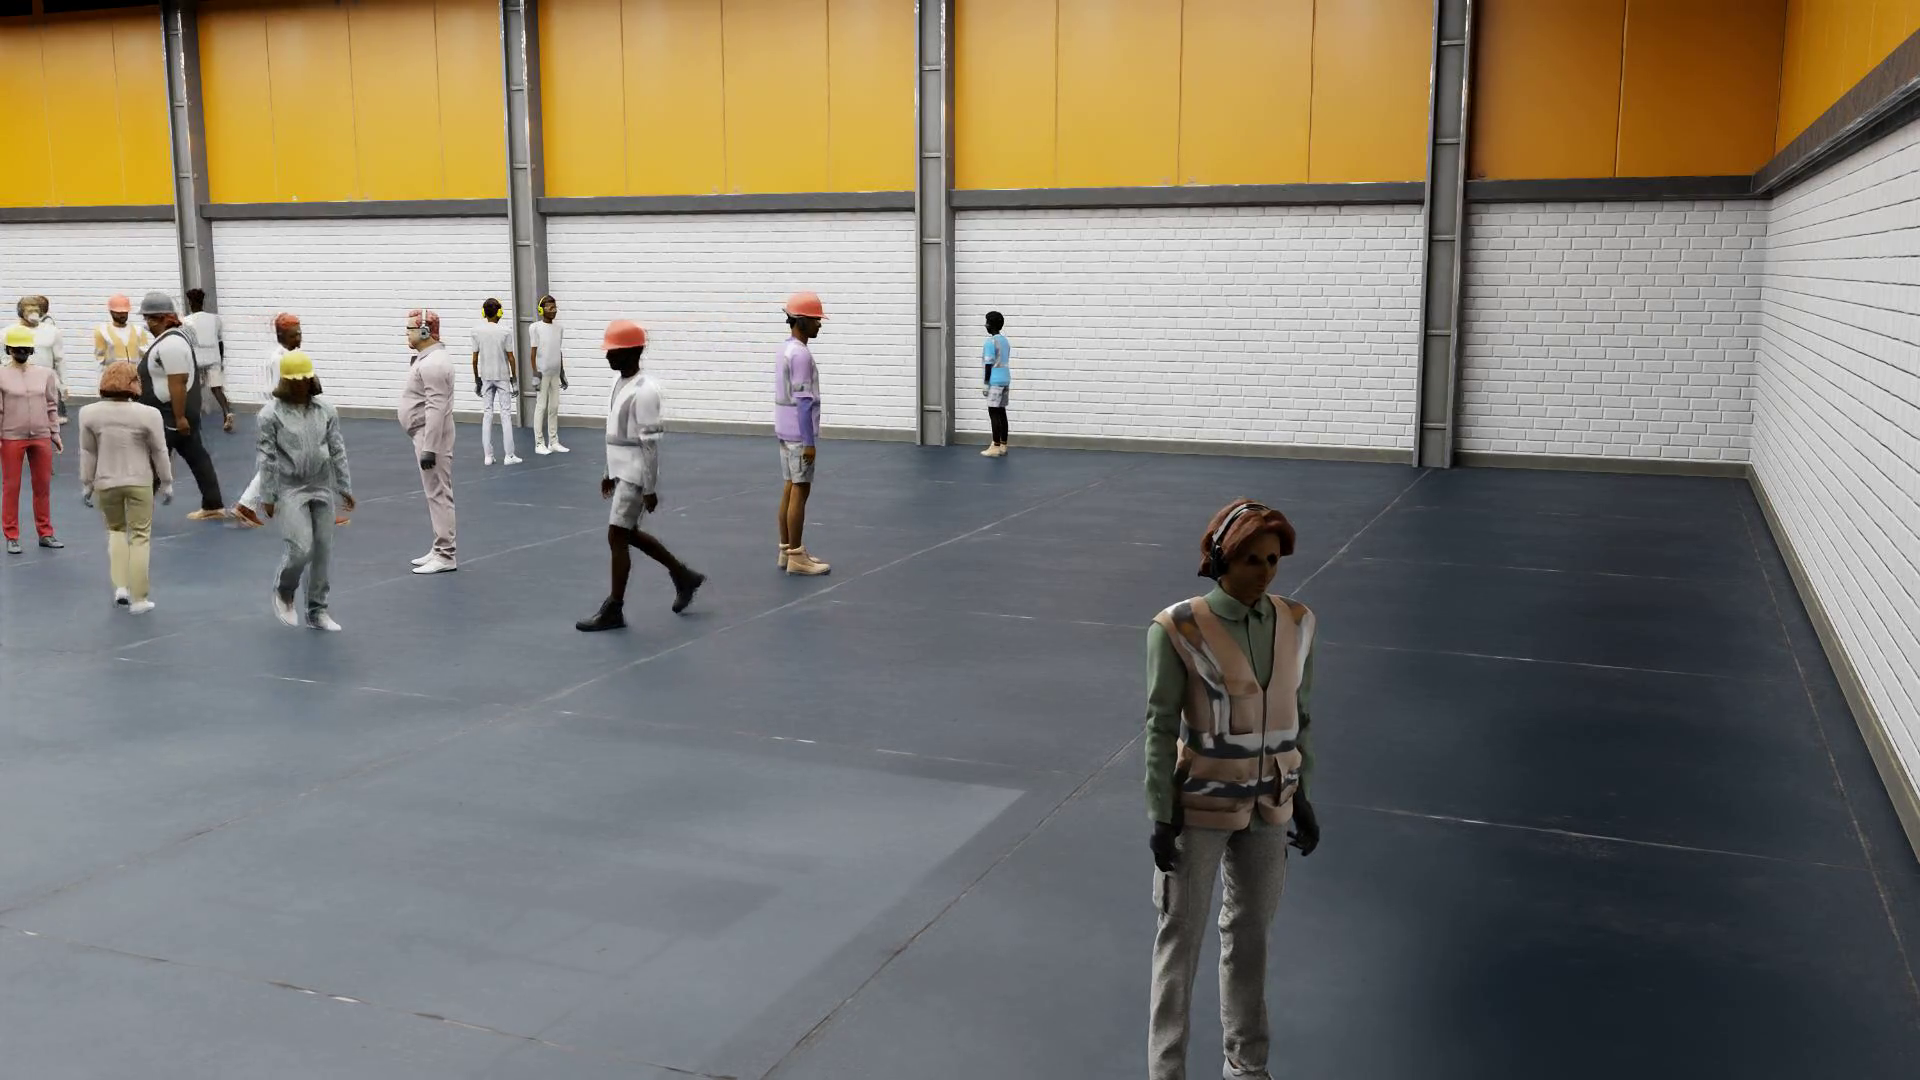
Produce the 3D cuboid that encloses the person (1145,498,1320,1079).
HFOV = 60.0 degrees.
[{"bbox_3d":[0.695,0.706,4.278,0.514,1.640,0.310,-5,10,-26],"label":"person"}]

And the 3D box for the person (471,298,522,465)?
[{"bbox_3d":[-5.179,-1.766,18.585,0.507,1.865,0.329,1,9,4],"label":"person"}]

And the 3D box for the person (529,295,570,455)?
[{"bbox_3d":[-4.853,-1.948,19.694,0.335,1.862,0.521,6,11,34],"label":"person"}]

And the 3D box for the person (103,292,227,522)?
[{"bbox_3d":[-6.859,-1.140,14.247,1.006,2.000,0.704,-3,10,-18],"label":"person"}]

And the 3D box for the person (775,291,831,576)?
[{"bbox_3d":[-1.127,-0.766,11.987,0.395,2.038,0.615,-3,10,-18],"label":"person"}]

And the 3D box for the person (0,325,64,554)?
[{"bbox_3d":[-7.246,-0.782,12.919,0.328,1.765,0.532,7,12,36],"label":"person"}]

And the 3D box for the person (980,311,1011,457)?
[{"bbox_3d":[0.420,-1.821,19.434,0.319,1.693,0.533,4,10,23],"label":"person"}]

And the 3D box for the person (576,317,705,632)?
[{"bbox_3d":[-1.984,-0.416,10.243,0.826,1.914,0.572,-4,10,-25],"label":"person"}]

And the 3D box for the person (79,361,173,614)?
[{"bbox_3d":[-5.330,-0.339,10.674,0.521,1.616,0.435,-2,9,-9],"label":"person"}]

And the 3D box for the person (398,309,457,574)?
[{"bbox_3d":[-3.855,-0.714,12.074,0.409,1.909,0.641,-3,10,-17],"label":"person"}]

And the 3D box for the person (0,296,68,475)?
[{"bbox_3d":[-9.956,-1.665,17.876,0.888,1.912,0.628,9,13,42],"label":"person"}]

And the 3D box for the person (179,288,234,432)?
[{"bbox_3d":[-10.024,-2.381,22.105,0.875,1.936,0.608,9,13,43],"label":"person"}]

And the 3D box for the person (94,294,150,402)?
[{"bbox_3d":[-9.203,-1.756,18.410,0.879,1.896,0.551,9,13,42],"label":"person"}]

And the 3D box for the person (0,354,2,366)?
[{"bbox_3d":[-12.083,-2.063,20.608,0.465,1.788,0.624,1,9,5],"label":"person"}]

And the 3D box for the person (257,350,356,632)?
[{"bbox_3d":[-3.941,-0.283,10.019,0.397,1.725,0.504,7,12,37],"label":"person"}]

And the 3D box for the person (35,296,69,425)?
[{"bbox_3d":[-12.767,-2.497,23.218,0.336,1.805,0.649,-9,13,-44],"label":"person"}]

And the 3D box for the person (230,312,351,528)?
[{"bbox_3d":[-5.699,-0.995,13.978,0.929,1.843,0.618,-4,10,-21],"label":"person"}]
